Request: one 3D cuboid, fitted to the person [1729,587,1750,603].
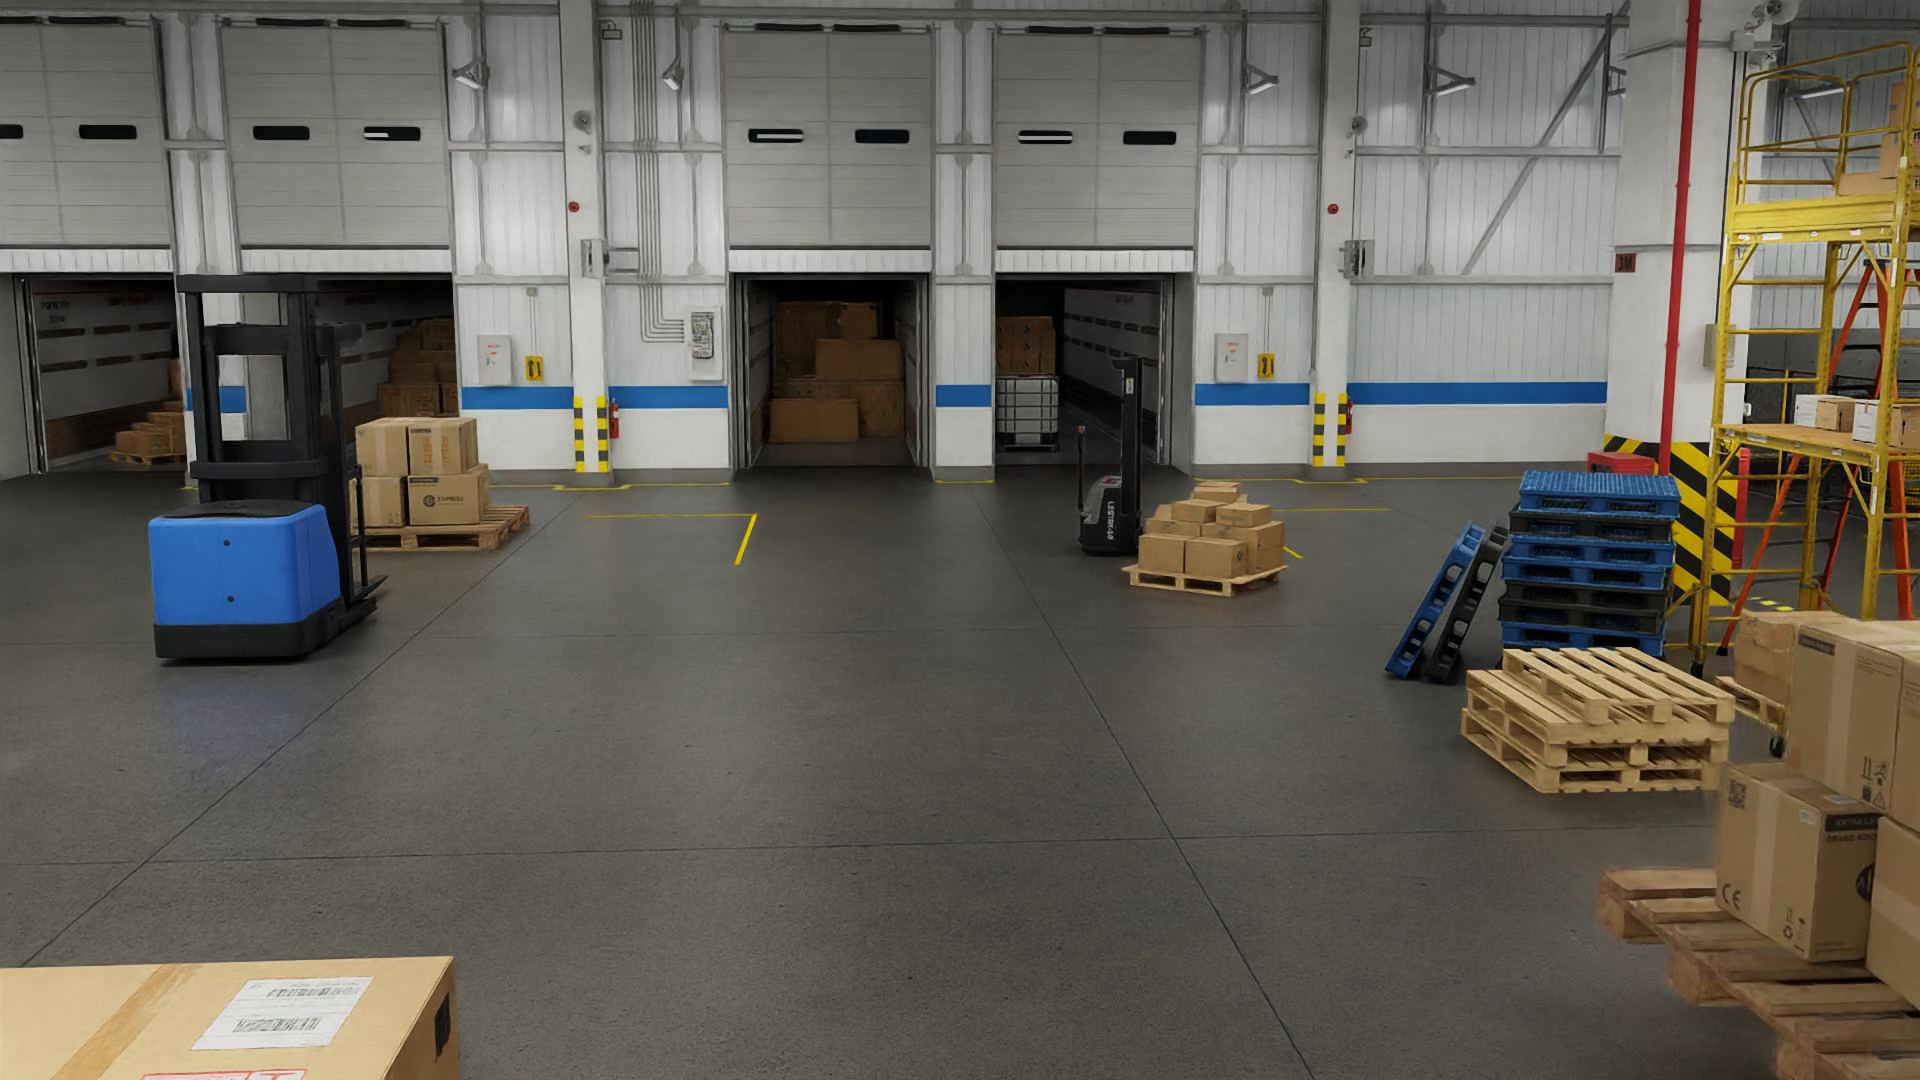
[{"bbox_3d":[6.294,-0.263,14.282,0.916,1.632,0.538,2,9,15],"label":"person"}]

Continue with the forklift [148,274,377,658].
[{"bbox_3d":[-5.348,-0.627,12.681,1.129,2.768,1.873,-1,9,-4],"label":"forklift"}]

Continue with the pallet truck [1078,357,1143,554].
[{"bbox_3d":[2.088,-0.836,16.757,1.885,1.965,0.823,2,9,13],"label":"pallet truck"}]
